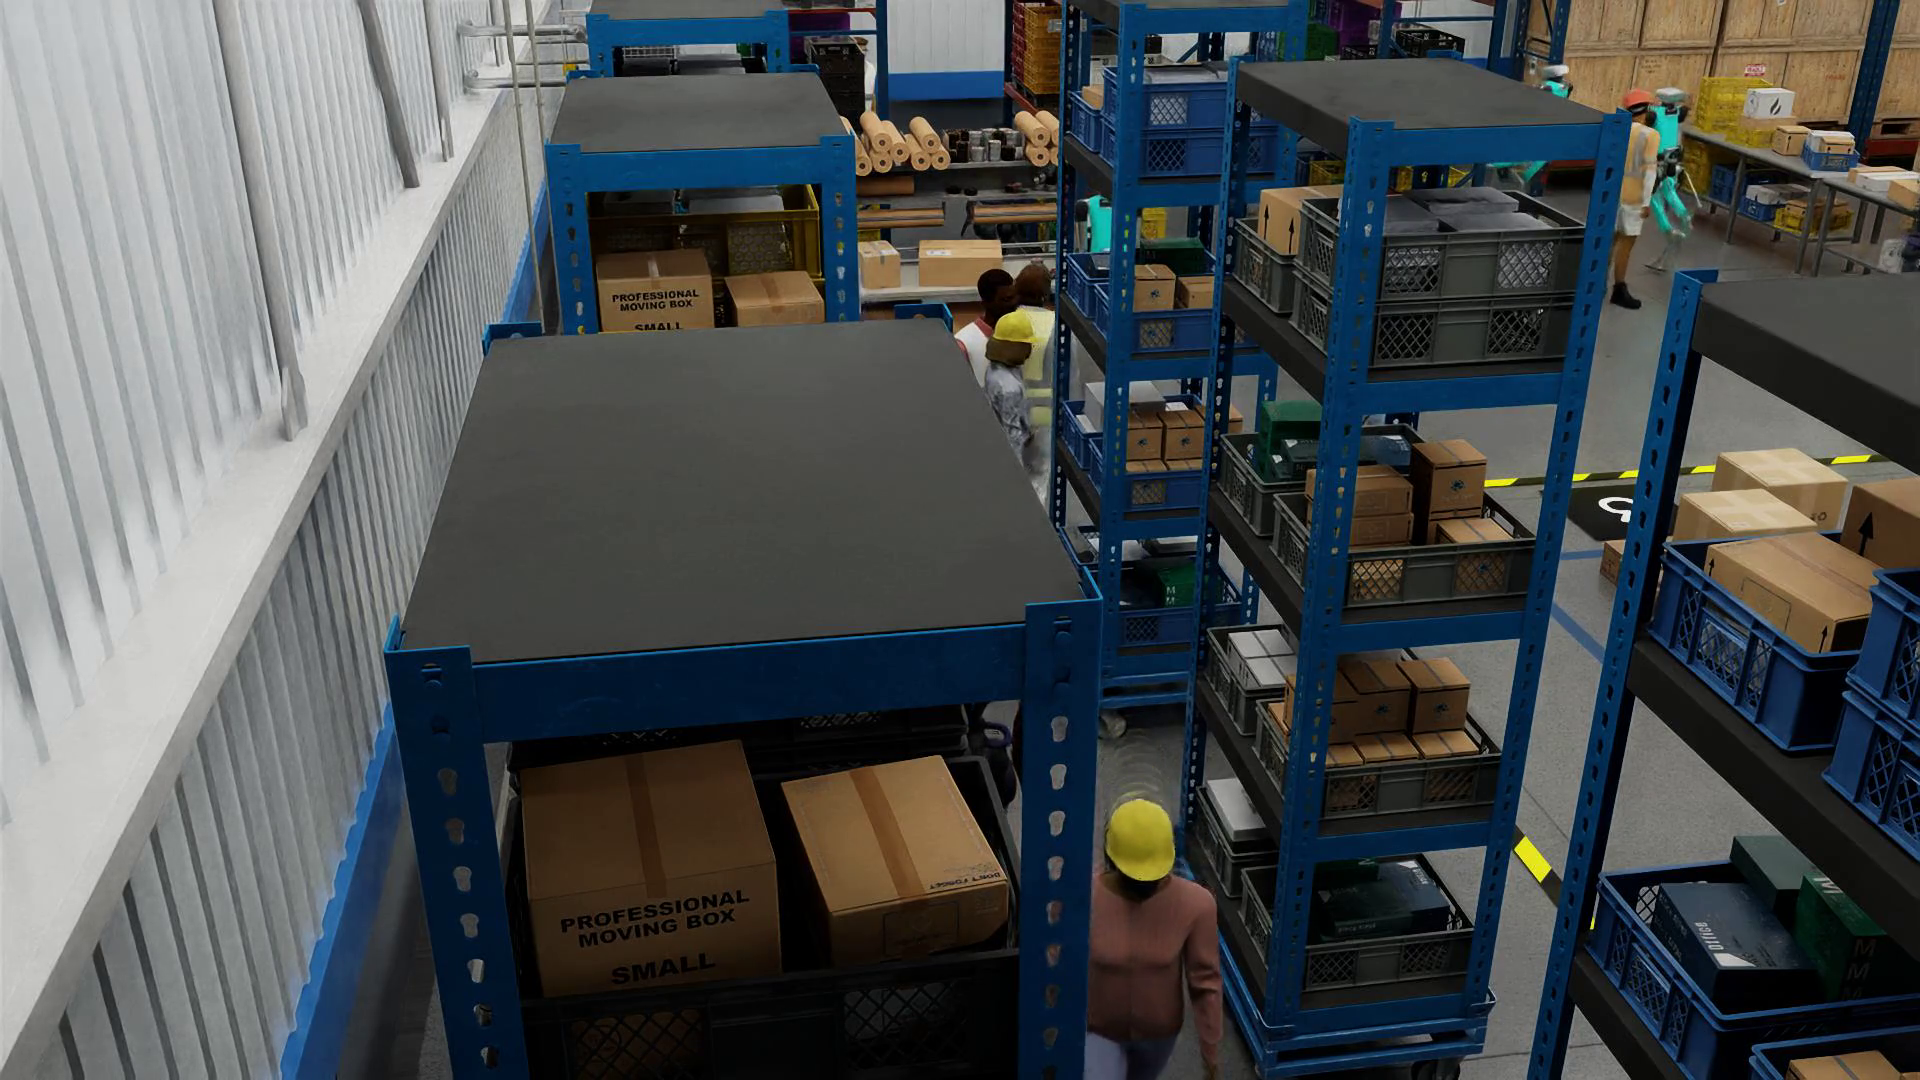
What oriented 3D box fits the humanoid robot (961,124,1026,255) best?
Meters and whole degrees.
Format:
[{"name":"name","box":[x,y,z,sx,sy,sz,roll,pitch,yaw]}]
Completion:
[{"name":"humanoid robot","box":[0.289,-2.939,15.041,0.615,1.631,0.740,-9,26,-19]}]

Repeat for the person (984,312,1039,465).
[{"name":"person","box":[0.277,-0.464,9.543,0.316,1.740,0.487,-4,25,-10]}]

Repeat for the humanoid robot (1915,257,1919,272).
[{"name":"humanoid robot","box":[6.535,-1.087,10.965,0.554,1.826,0.793,4,25,9]}]

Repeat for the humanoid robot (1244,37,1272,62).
[{"name":"humanoid robot","box":[3.369,-4.746,18.999,0.547,1.909,0.704,15,29,30]}]

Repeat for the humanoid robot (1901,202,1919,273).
[{"name":"humanoid robot","box":[7.903,-2.281,13.592,0.630,1.637,0.597,16,29,31]}]

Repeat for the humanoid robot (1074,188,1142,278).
[{"name":"humanoid robot","box":[1.173,-1.786,12.486,0.560,1.811,0.882,-3,25,-7]}]

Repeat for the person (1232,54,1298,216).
[{"name":"person","box":[3.432,-4.437,18.120,0.982,1.789,0.531,-3,25,-6]}]

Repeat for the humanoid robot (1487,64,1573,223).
[{"name":"humanoid robot","box":[5.958,-4.182,17.684,0.546,1.771,1.027,-19,31,-36]}]

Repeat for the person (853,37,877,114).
[{"name":"person","box":[-1.171,-4.701,18.645,0.566,1.836,0.385,-19,31,-35]}]

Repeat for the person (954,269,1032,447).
[{"name":"person","box":[0.188,-0.652,9.742,0.390,1.919,0.591,21,32,38]}]

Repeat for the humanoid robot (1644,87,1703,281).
[{"name":"humanoid robot","box":[6.812,-3.299,15.836,0.545,1.896,0.777,-13,28,-26]}]

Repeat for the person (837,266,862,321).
[{"name":"person","box":[-0.949,-1.226,10.928,0.813,1.986,0.582,-8,26,-17]}]

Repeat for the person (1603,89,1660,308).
[{"name":"person","box":[6.111,-3.084,15.082,0.374,1.893,0.725,-11,27,-22]}]

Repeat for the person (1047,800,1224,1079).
[{"name":"person","box":[0.545,1.527,5.244,0.534,1.705,0.956,-1,25,-3]}]

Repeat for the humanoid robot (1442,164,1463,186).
[{"name":"humanoid robot","box":[5.046,-4.149,17.657,0.589,1.638,0.659,-20,31,-37]}]

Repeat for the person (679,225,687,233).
[{"name":"person","box":[-1.907,-1.797,12.290,0.526,1.871,0.323,9,26,20]}]

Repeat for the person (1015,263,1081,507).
[{"name":"person","box":[0.400,-0.771,10.102,0.671,1.834,0.482,5,25,11]}]

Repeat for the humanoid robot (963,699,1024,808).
[{"name":"humanoid robot","box":[-0.010,0.882,6.735,0.604,1.631,0.743,-4,25,-9]}]

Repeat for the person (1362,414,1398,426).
[{"name":"person","box":[1.964,0.193,7.985,0.589,1.851,0.401,-2,25,-4]}]
